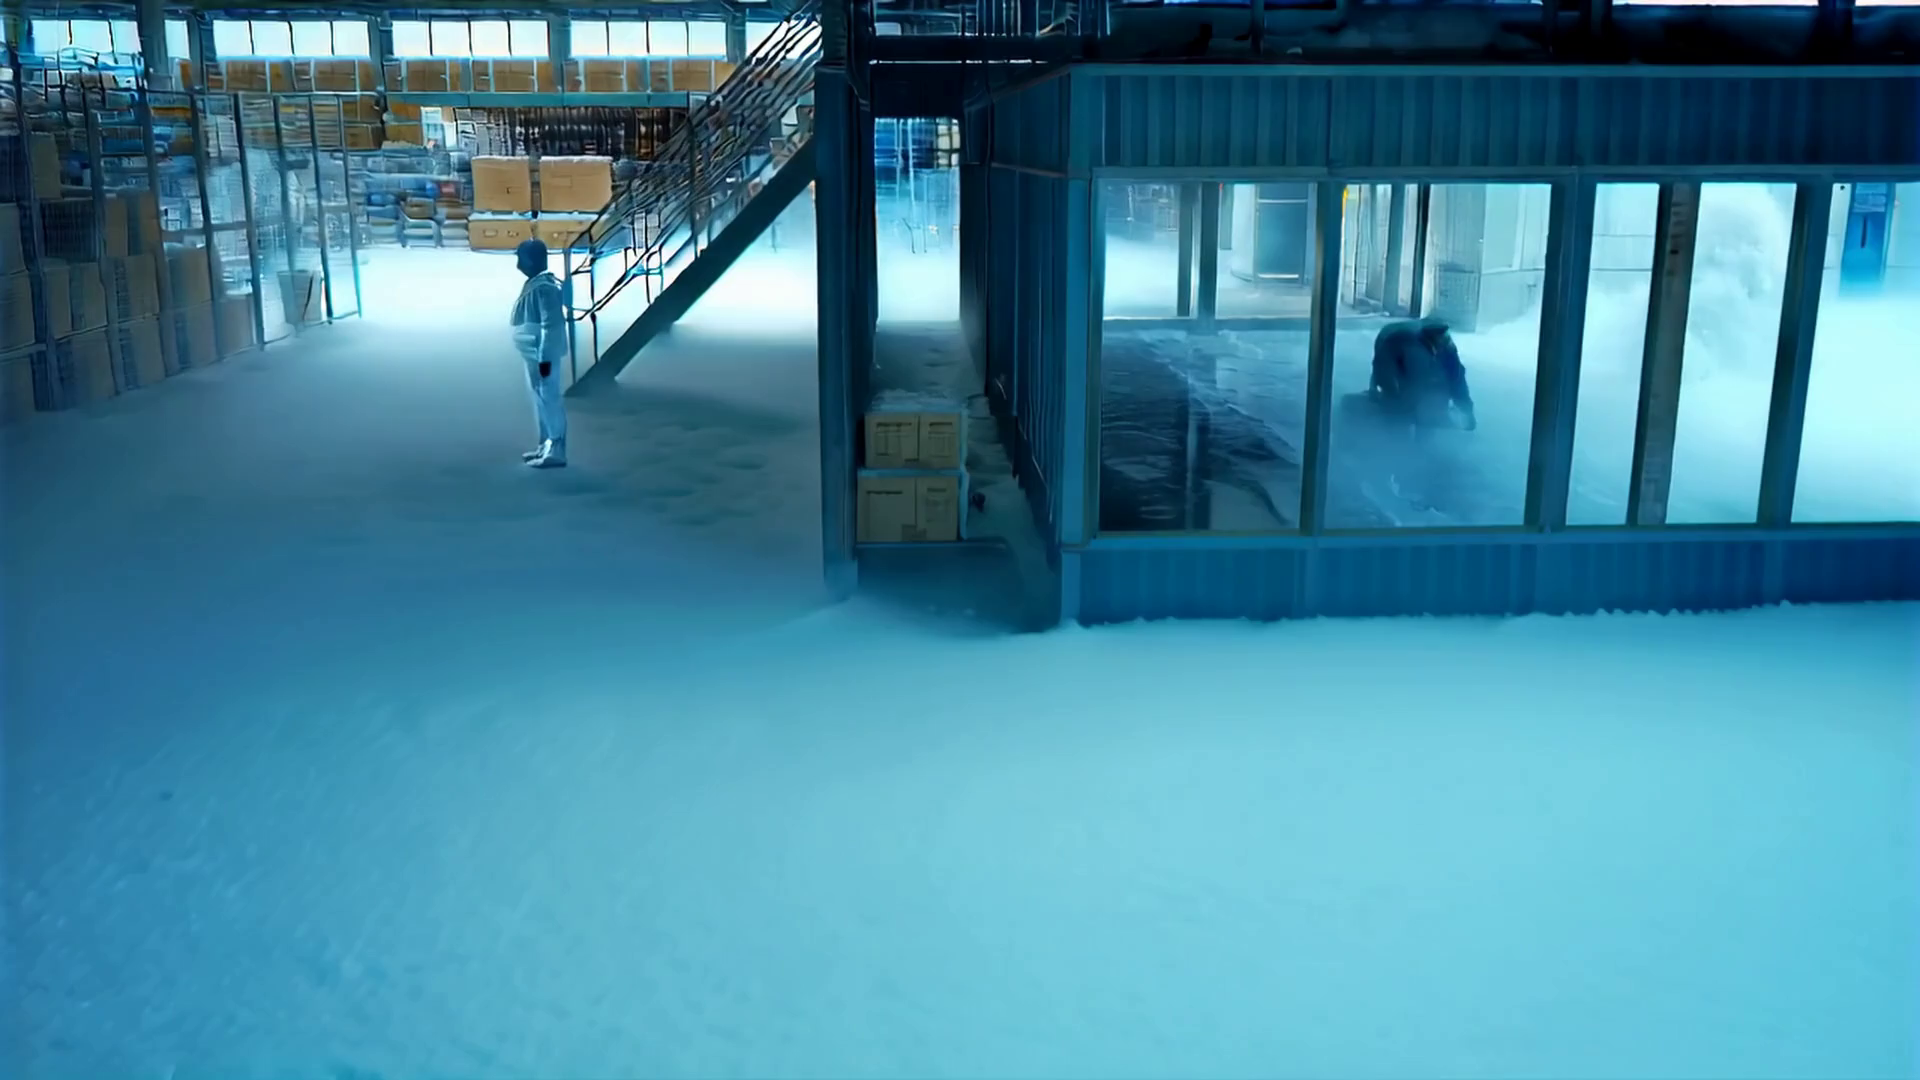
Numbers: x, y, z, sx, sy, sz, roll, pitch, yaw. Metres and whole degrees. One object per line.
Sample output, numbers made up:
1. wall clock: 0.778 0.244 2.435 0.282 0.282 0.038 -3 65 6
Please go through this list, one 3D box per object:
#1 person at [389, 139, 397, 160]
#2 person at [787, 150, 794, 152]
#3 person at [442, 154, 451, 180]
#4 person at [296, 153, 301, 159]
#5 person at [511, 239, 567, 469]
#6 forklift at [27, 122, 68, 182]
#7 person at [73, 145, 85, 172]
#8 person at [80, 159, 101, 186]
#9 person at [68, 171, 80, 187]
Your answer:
1. person: -27.969 -18.771 82.166 0.610 1.989 0.391 13 19 43
2. person: -7.512 -16.740 74.216 0.399 1.909 0.642 3 14 14
3. person: -17.144 -12.013 55.606 0.319 1.769 0.523 -2 14 -8
4. person: -24.679 -13.606 62.145 0.547 1.673 0.715 -5 15 -21
5. person: -3.398 -1.501 13.450 0.430 1.839 0.619 -6 15 -21
6. forklift: -35.376 -14.773 64.377 1.129 2.768 1.873 -1 14 -2
7. person: -35.973 -15.181 68.034 0.643 1.900 1.008 5 15 19
8. person: -23.925 -9.584 45.837 0.600 1.807 0.830 0 14 -1
9. person: -17.338 -6.304 32.672 0.898 1.827 0.498 10 17 35
